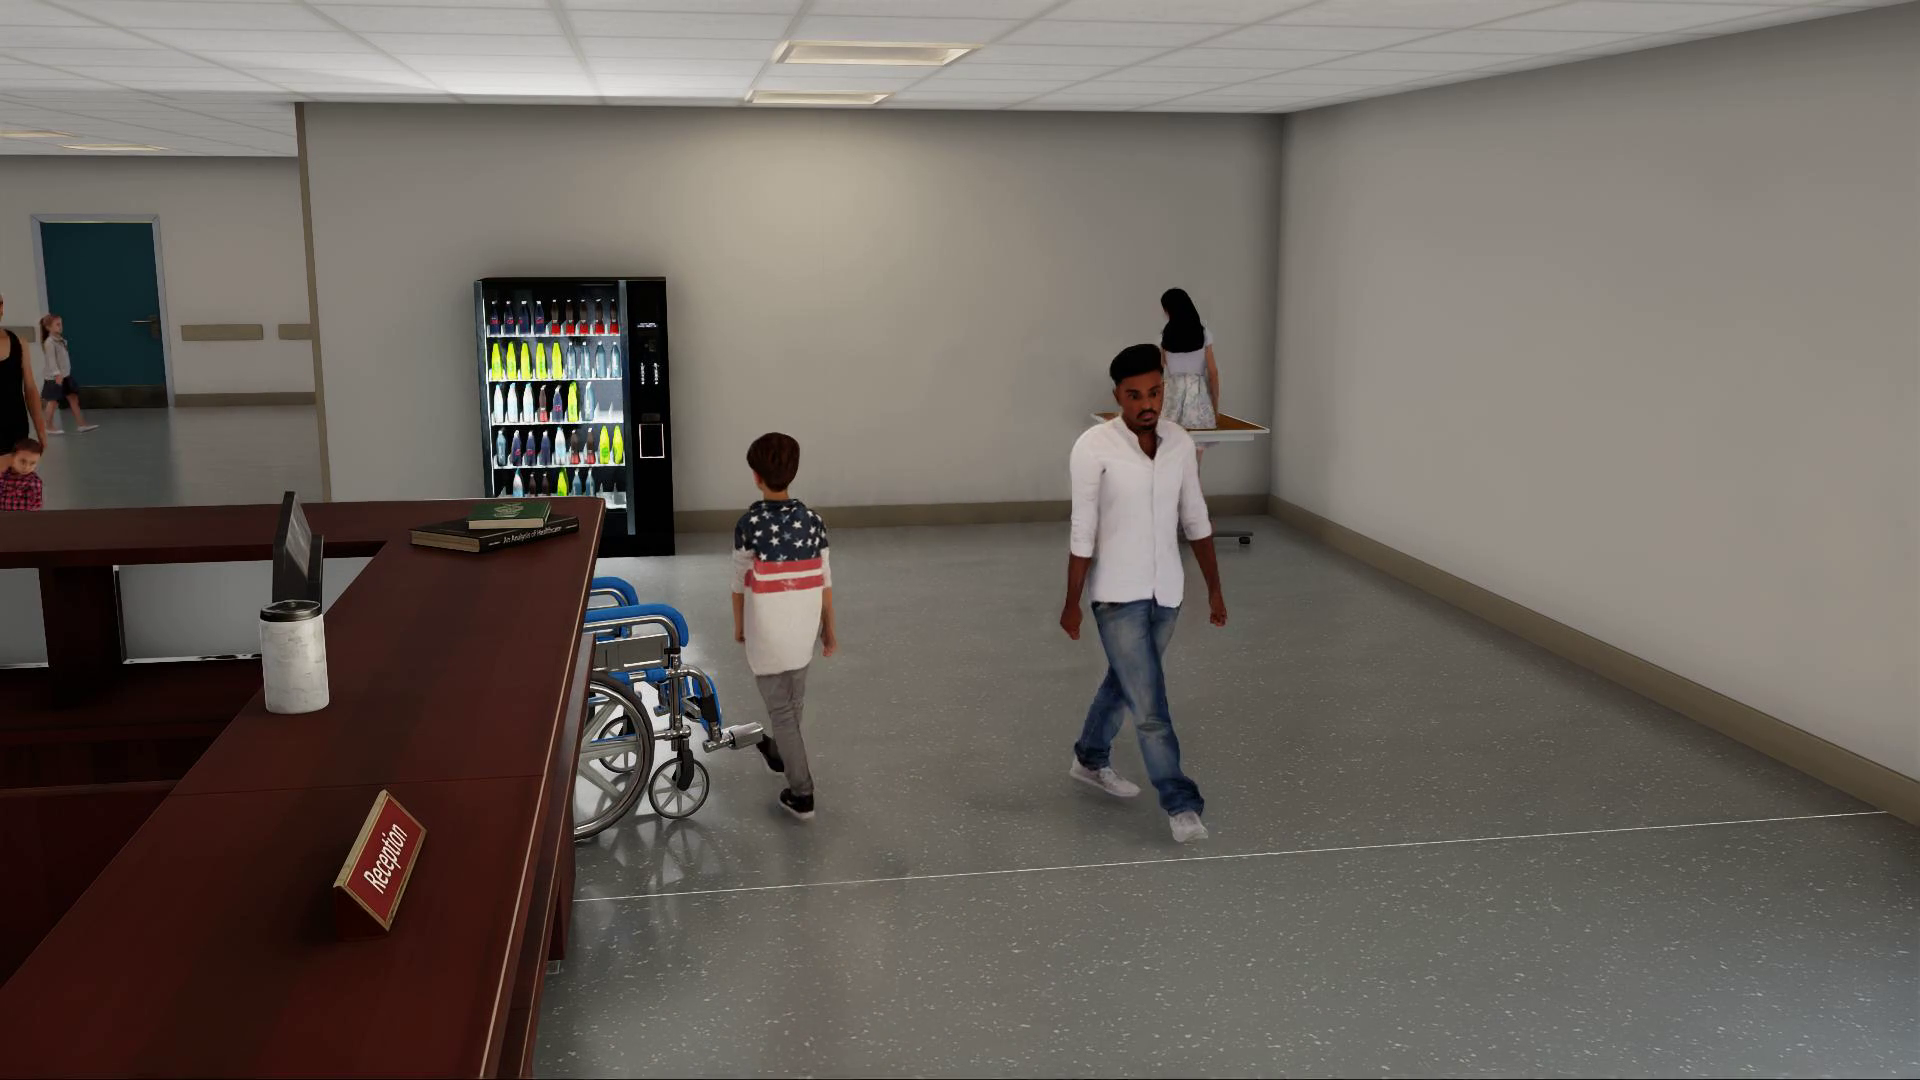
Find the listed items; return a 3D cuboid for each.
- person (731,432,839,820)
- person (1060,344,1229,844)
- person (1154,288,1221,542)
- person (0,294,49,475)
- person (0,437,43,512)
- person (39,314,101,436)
[{"bbox_3d":[-0.636,0.337,6.176,0.905,1.407,0.792,-7,13,-32],"label":"person"},{"bbox_3d":[0.592,0.183,6.060,1.182,1.753,1.046,-6,12,-30],"label":"person"},{"bbox_3d":[1.581,-0.858,11.534,0.723,1.756,0.847,6,12,29],"label":"person"},{"bbox_3d":[-6.191,-0.696,10.620,1.240,1.781,1.056,5,12,23],"label":"person"},{"bbox_3d":[-5.393,-0.095,9.536,0.500,1.003,0.639,6,12,28],"label":"person"},{"bbox_3d":[-9.496,-1.717,17.387,0.789,1.256,0.612,0,11,1],"label":"person"}]
